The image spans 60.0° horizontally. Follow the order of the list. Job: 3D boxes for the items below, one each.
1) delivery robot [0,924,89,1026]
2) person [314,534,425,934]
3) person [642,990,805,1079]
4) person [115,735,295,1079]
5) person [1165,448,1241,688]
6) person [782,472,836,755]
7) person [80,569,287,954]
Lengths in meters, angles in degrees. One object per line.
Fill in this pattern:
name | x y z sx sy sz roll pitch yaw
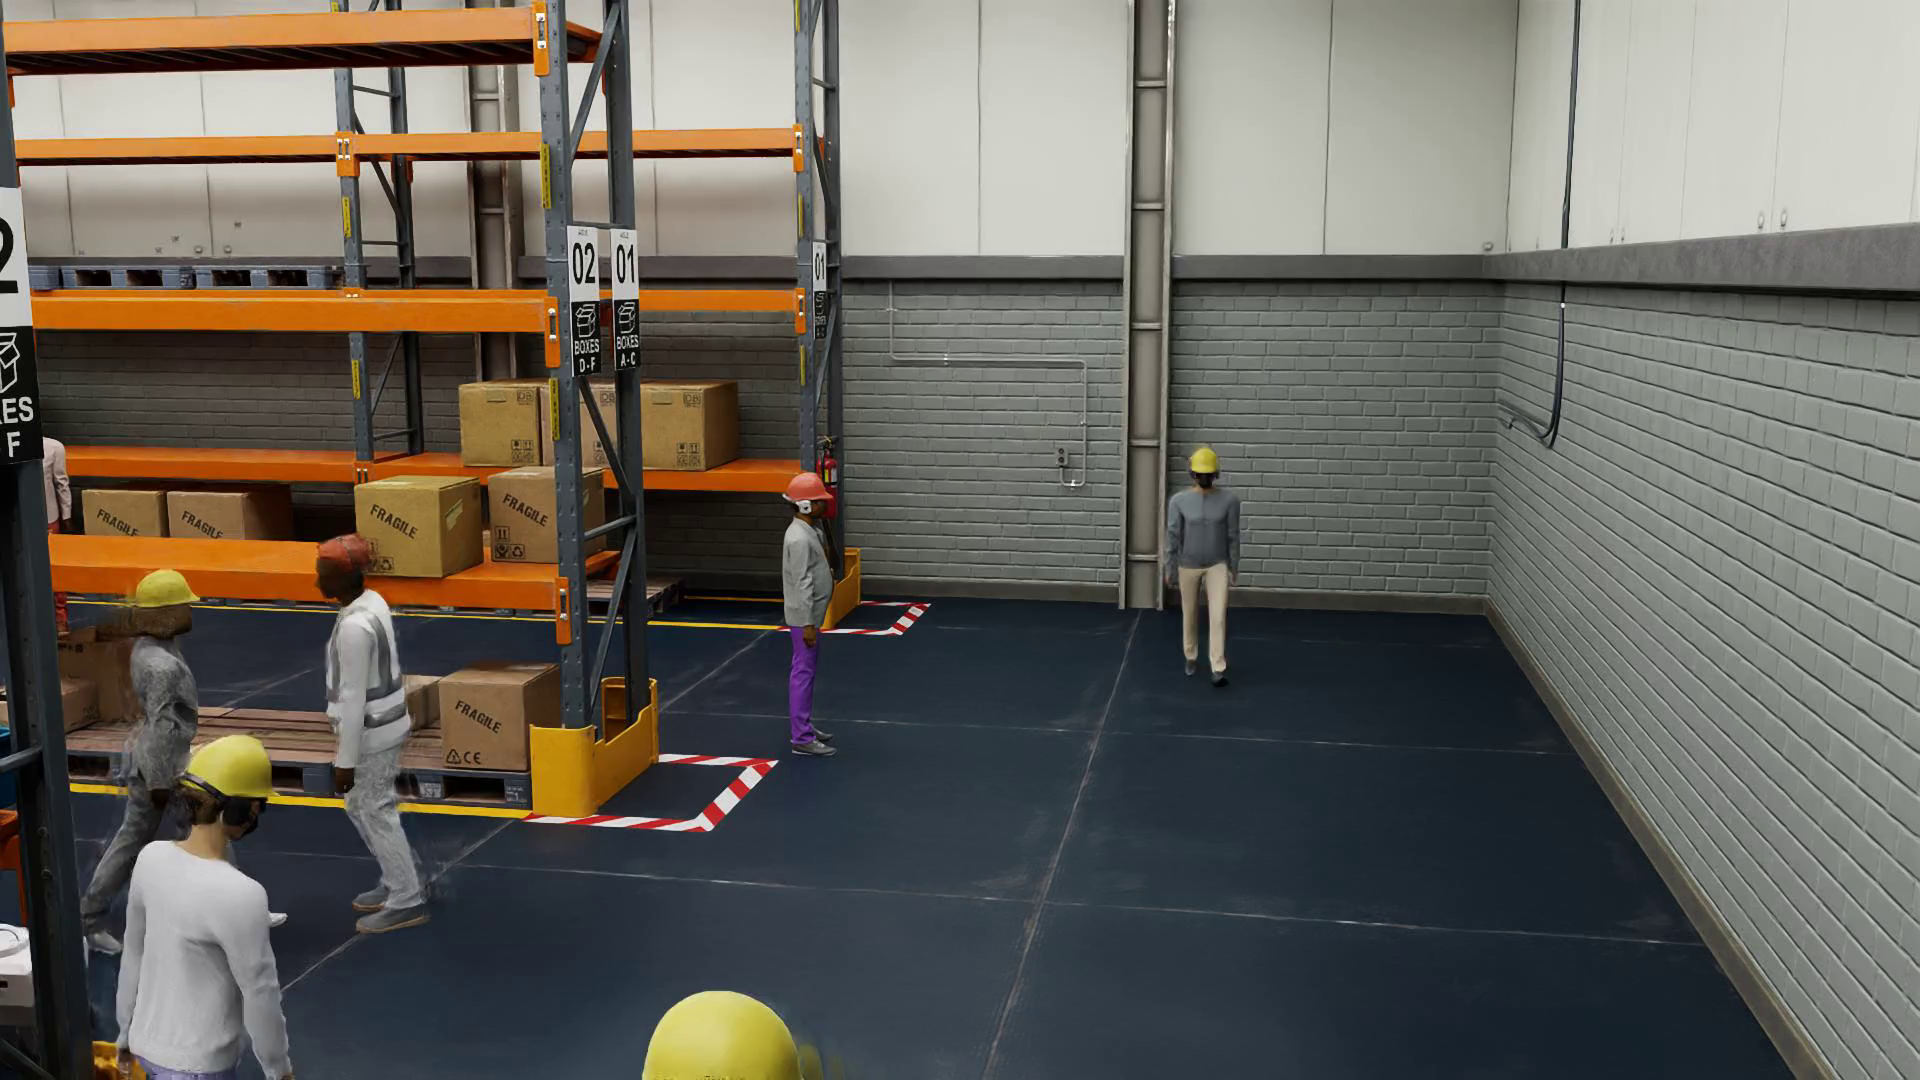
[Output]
delivery robot | -3.732 1.649 6.357 0.707 0.478 0.477 1 9 5
person | -2.634 0.876 7.429 0.407 1.851 0.621 -3 10 -16
person | -0.288 1.635 2.579 0.537 1.899 0.668 3 10 19
person | -2.037 1.391 4.638 0.558 1.712 0.793 7 11 37
person | 1.754 0.202 12.020 0.547 1.722 0.900 1 9 5
person | -0.942 0.451 10.360 0.318 1.756 0.560 -1 9 -5
person | -3.525 0.971 7.306 0.878 1.707 0.491 -7 12 -38
